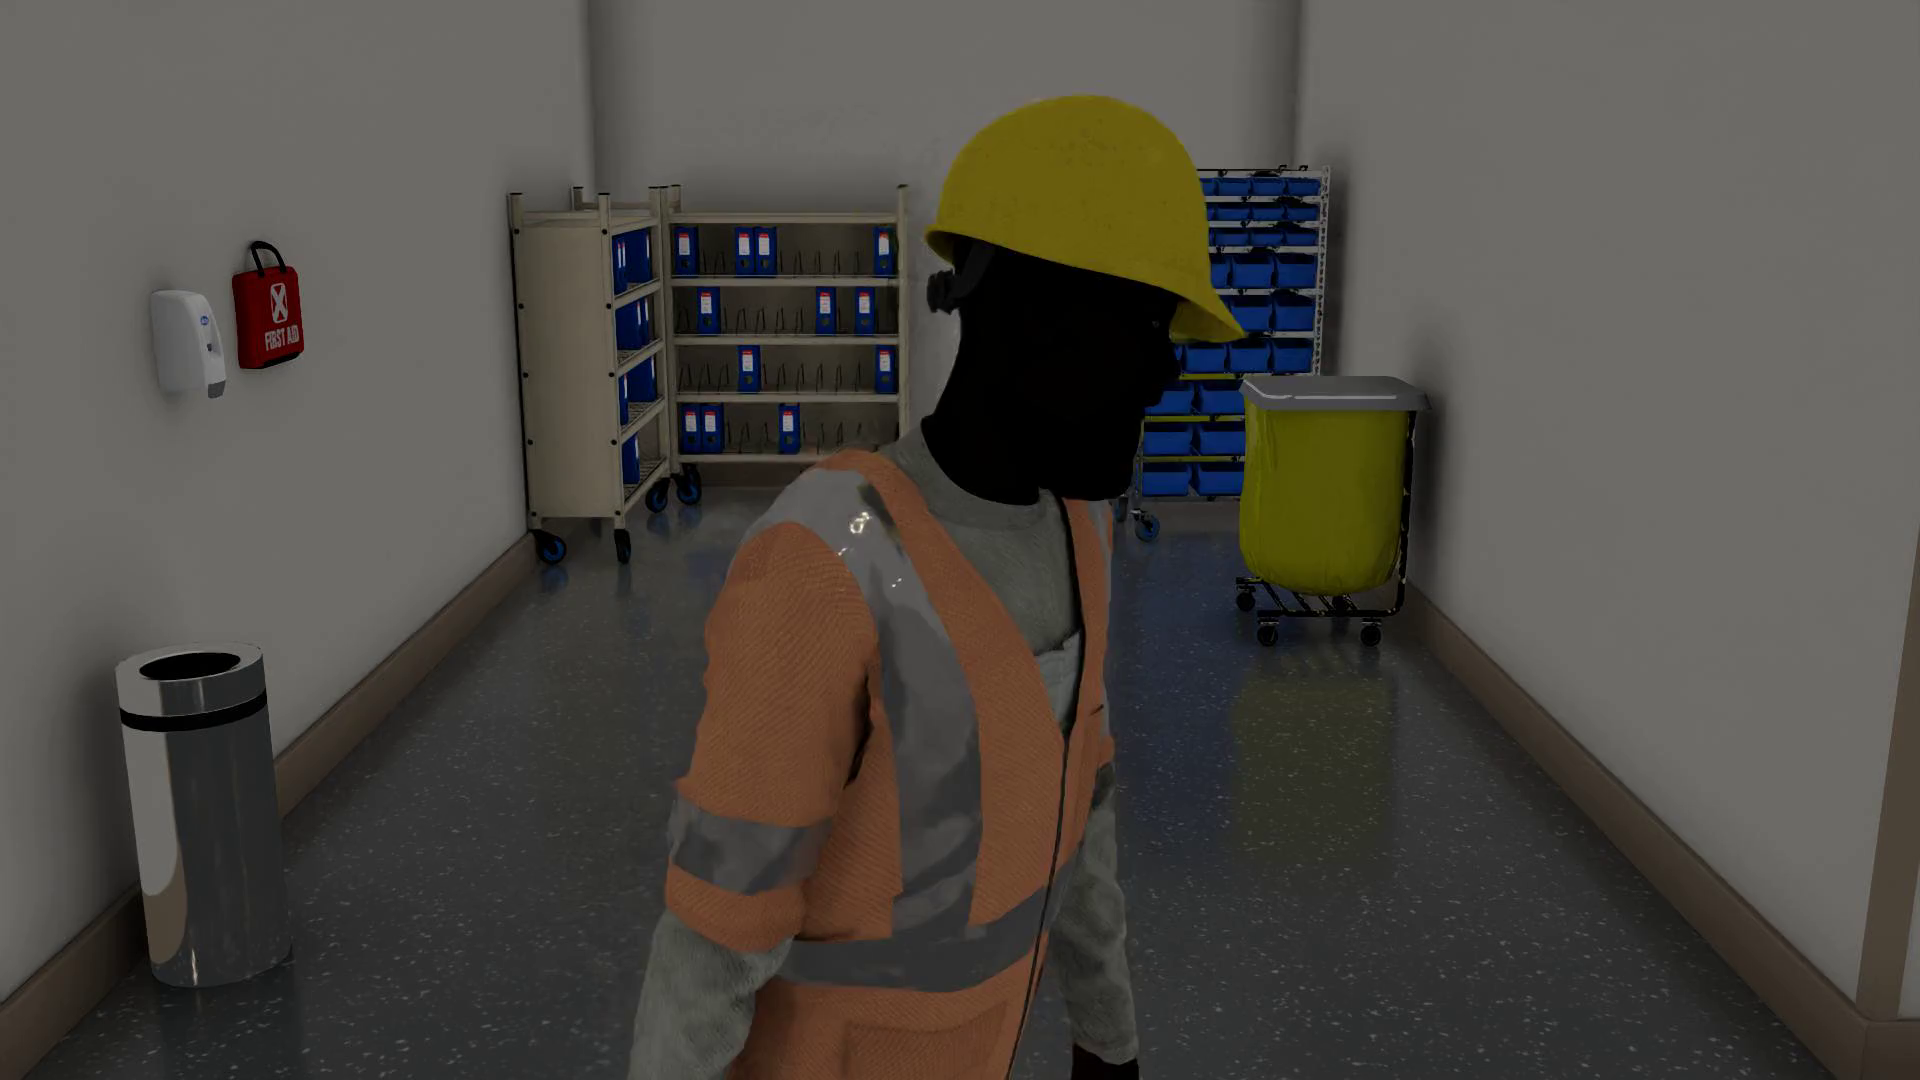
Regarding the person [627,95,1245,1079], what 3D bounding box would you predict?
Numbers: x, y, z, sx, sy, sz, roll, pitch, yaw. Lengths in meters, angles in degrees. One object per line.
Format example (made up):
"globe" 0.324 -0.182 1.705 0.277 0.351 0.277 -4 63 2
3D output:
"person" -0.054 0.528 1.665 0.712 1.878 0.601 5 14 21
